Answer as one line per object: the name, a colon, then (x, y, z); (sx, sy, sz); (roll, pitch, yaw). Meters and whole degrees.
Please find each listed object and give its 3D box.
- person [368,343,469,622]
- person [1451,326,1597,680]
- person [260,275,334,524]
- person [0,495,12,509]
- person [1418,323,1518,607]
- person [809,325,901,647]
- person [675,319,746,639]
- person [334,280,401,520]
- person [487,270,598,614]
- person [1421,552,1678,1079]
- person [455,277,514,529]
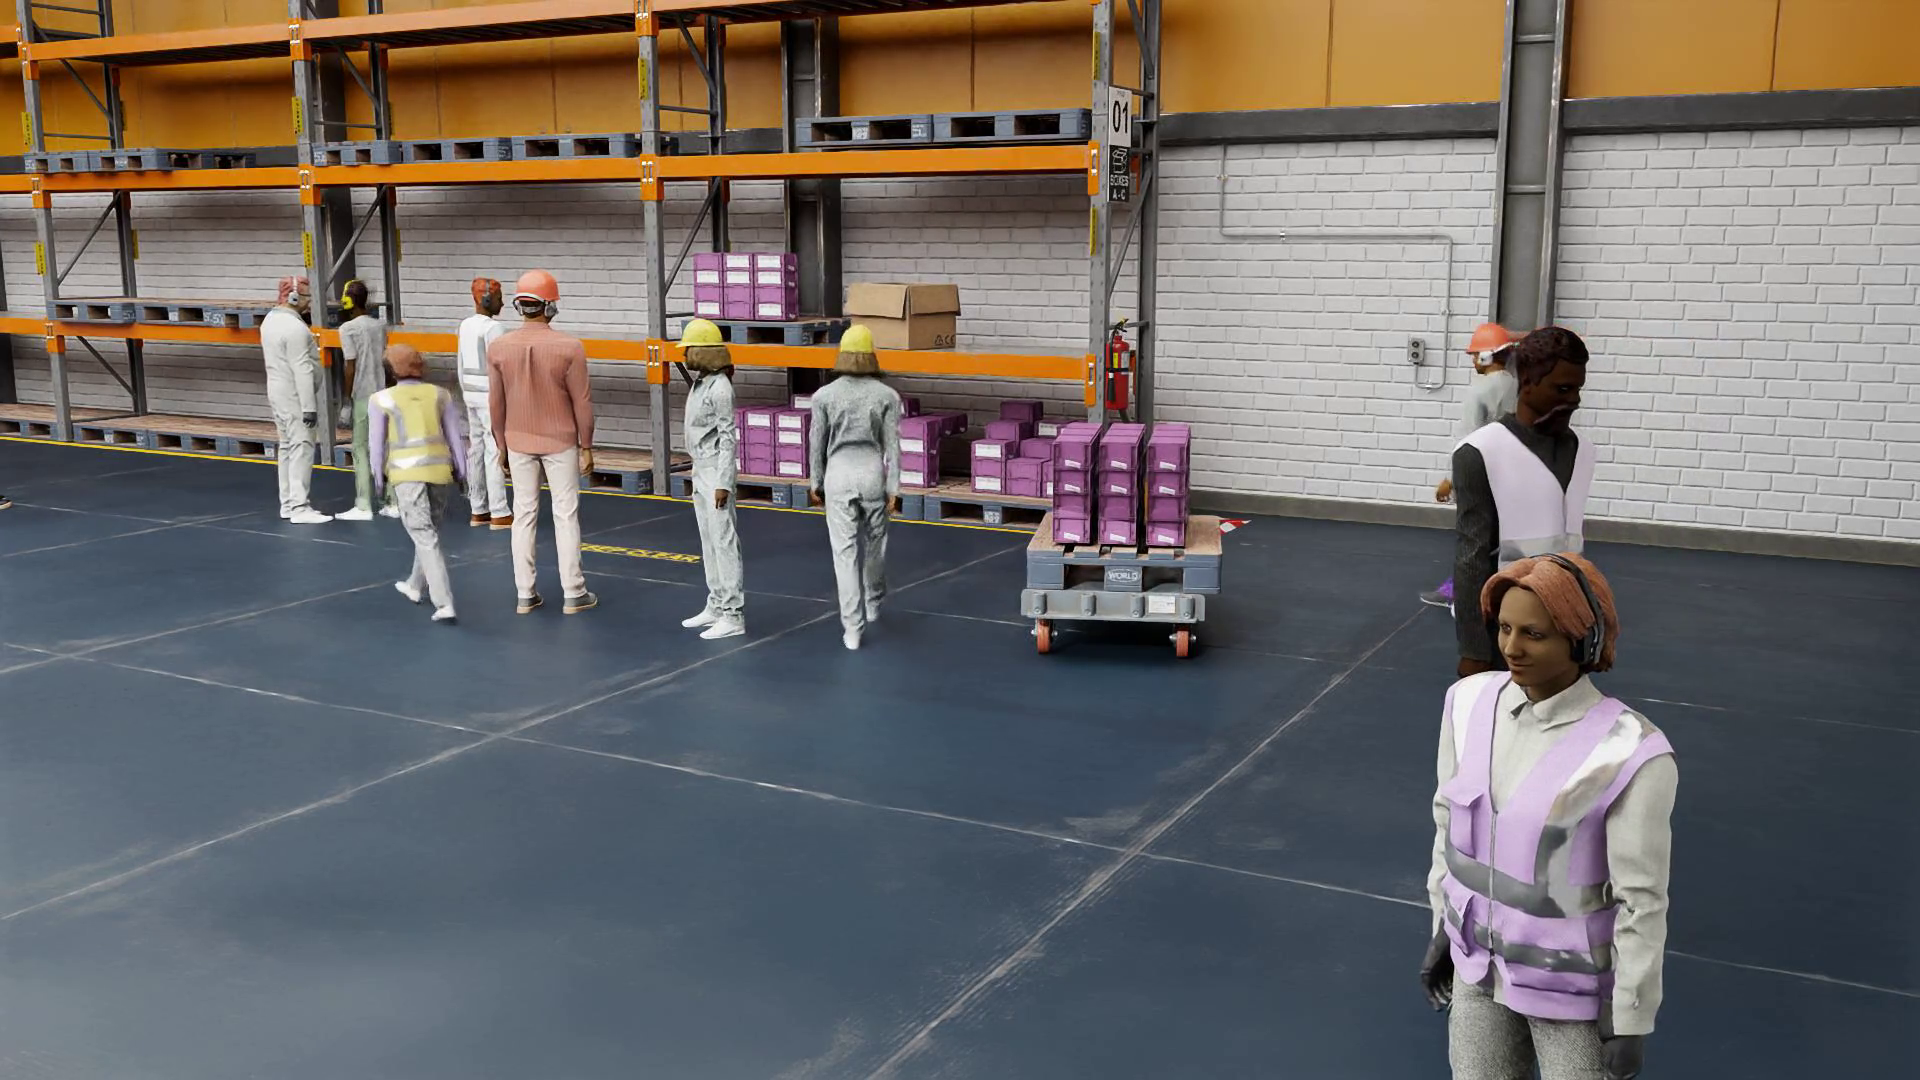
person: (-3.114, -0.340, 9.590); (0.882, 1.585, 0.521); (10, 14, 43)
person: (1.767, 0.285, 5.260); (0.589, 1.914, 0.392); (-7, 13, -35)
person: (-5.068, -1.066, 12.719); (0.402, 1.896, 0.658); (-9, 13, -40)
person: (-7.950, -1.224, 13.387); (0.361, 1.964, 0.617); (-7, 13, -35)
person: (3.050, -0.377, 9.494); (0.890, 1.702, 0.562); (10, 14, 43)
person: (-0.581, -0.317, 9.139); (0.492, 1.705, 0.865); (-2, 10, -9)
person: (-1.379, -0.333, 9.116); (0.319, 1.742, 0.492); (-5, 11, -25)
person: (-4.626, -1.065, 12.856); (0.509, 1.854, 0.560); (4, 11, 20)
person: (-2.414, -0.557, 9.652); (0.611, 1.995, 0.375); (1, 10, 5)
person: (1.069, 0.824, 3.081); (0.314, 1.633, 0.515); (-5, 12, -28)
person: (-3.543, -1.023, 12.506); (0.572, 1.886, 0.355); (10, 14, 43)
